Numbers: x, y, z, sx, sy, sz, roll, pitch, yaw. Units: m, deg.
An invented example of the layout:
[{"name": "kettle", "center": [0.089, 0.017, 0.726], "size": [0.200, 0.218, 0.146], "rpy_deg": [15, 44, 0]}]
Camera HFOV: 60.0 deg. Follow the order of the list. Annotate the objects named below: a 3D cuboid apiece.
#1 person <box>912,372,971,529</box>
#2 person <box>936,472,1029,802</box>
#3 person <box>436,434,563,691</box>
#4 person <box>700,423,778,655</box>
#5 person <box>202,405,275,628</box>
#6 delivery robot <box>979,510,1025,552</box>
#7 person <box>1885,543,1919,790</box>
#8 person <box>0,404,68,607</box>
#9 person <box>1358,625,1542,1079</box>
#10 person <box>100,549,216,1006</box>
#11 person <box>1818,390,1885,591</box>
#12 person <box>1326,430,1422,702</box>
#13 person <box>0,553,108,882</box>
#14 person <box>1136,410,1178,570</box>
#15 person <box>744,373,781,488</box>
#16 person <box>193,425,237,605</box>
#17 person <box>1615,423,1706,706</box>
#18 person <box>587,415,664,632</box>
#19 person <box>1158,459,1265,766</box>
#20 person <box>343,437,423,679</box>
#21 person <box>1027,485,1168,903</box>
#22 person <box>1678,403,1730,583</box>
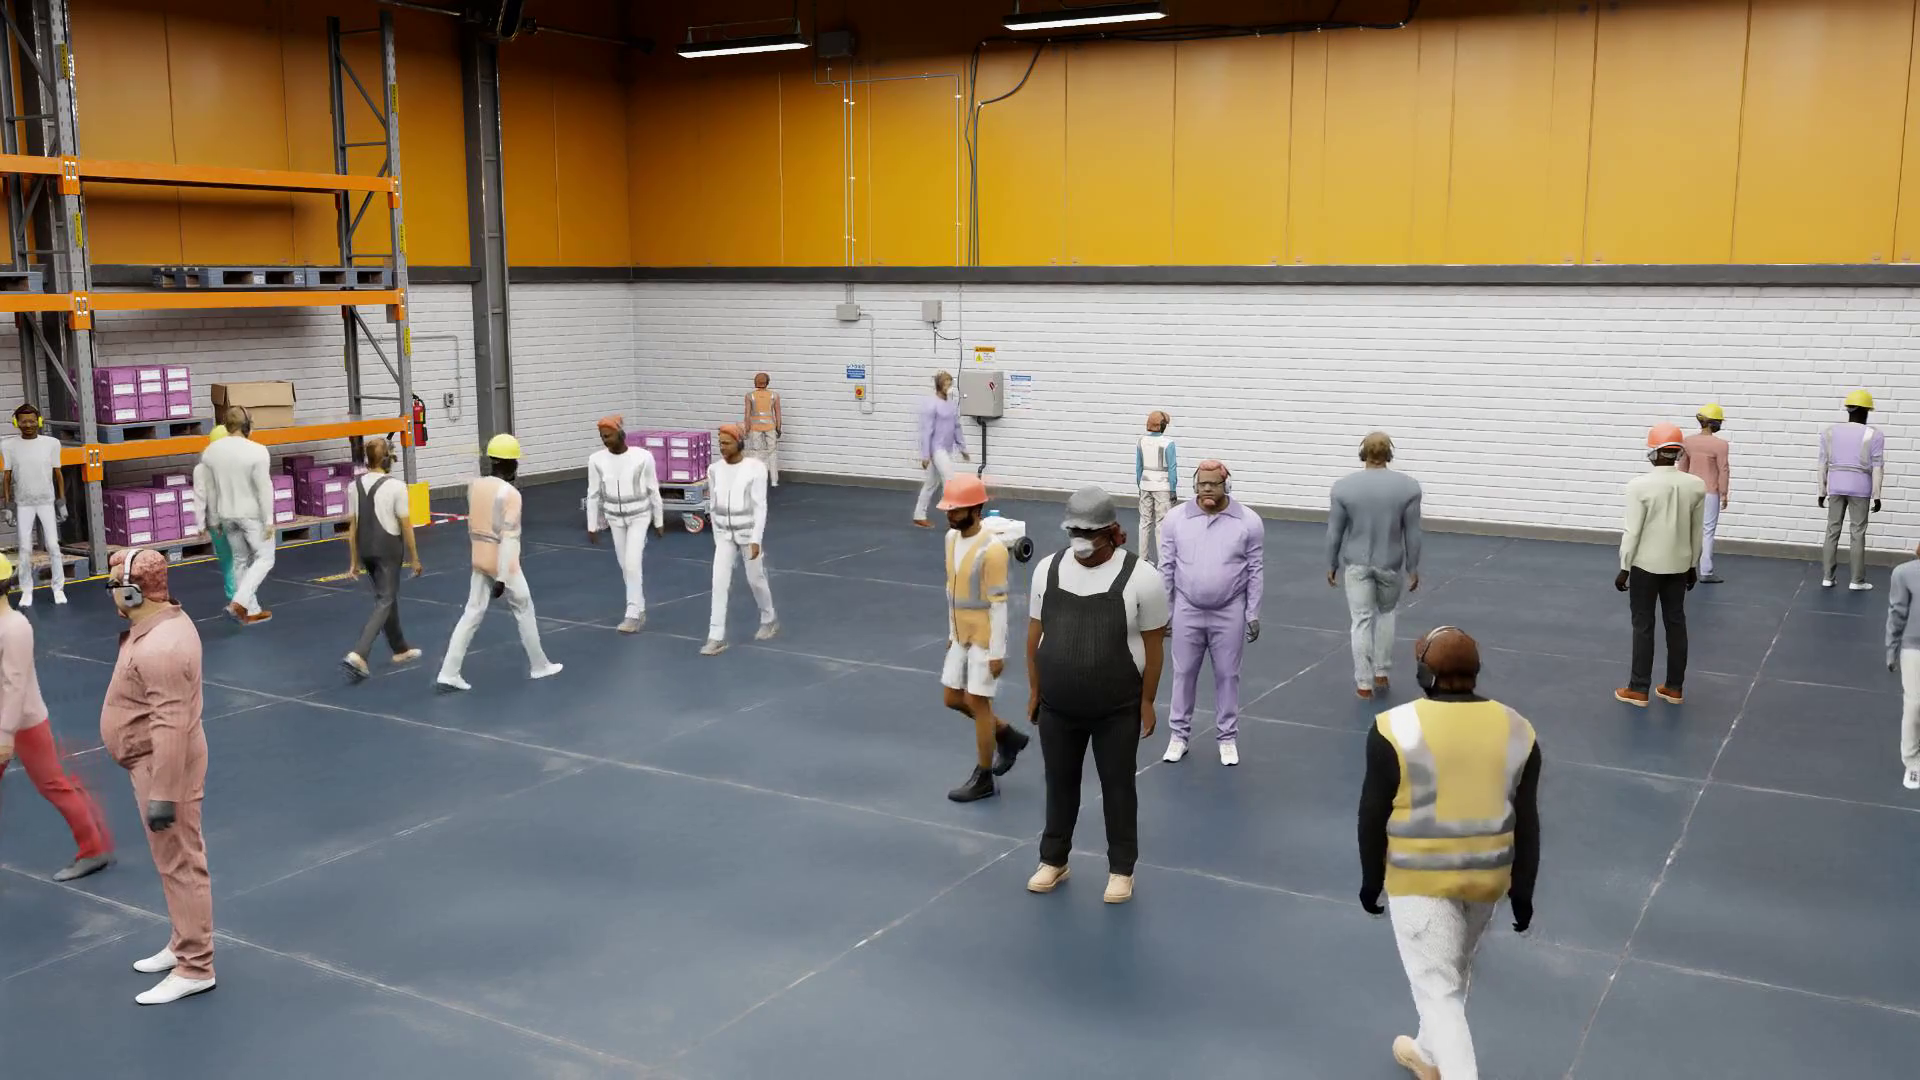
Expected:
[{"name": "person", "center": [-0.171, -1.023, 19.490], "size": [1.016, 1.886, 0.649], "rpy_deg": [5, 10, 27]}, {"name": "person", "center": [0.118, 0.549, 9.585], "size": [0.602, 1.915, 0.577], "rpy_deg": [-6, 11, -31]}, {"name": "person", "center": [-3.411, 0.165, 12.159], "size": [0.588, 1.875, 1.017], "rpy_deg": [6, 11, 33]}, {"name": "person", "center": [-1.780, -0.038, 13.494], "size": [0.575, 1.846, 0.951], "rpy_deg": [3, 10, 21]}, {"name": "person", "center": [-6.112, -0.186, 14.150], "size": [0.635, 1.926, 0.690], "rpy_deg": [2, 9, 13]}, {"name": "delivery robot", "center": [0.359, -0.068, 17.380], "size": [0.477, 0.478, 0.707], "rpy_deg": [8, 12, 41]}, {"name": "person", "center": [5.742, 0.665, 9.826], "size": [0.520, 1.604, 0.429], "rpy_deg": [4, 10, 23]}, {"name": "person", "center": [-8.451, -0.321, 15.201], "size": [0.516, 1.860, 0.317], "rpy_deg": [-5, 10, -28]}, {"name": "person", "center": [1.740, 1.209, 5.852], "size": [0.622, 1.804, 0.936], "rpy_deg": [-2, 9, -12]}, {"name": "person", "center": [-3.358, 0.976, 6.965], "size": [0.400, 1.905, 0.643], "rpy_deg": [-4, 10, -23]}, {"name": "person", "center": [8.539, -0.474, 15.954], "size": [0.383, 1.920, 0.585], "rpy_deg": [-8, 12, -40]}, {"name": "person", "center": [2.941, 0.172, 11.911], "size": [0.655, 1.921, 0.668], "rpy_deg": [1, 9, 8]}, {"name": "person", "center": [-4.642, 0.887, 8.073], "size": [0.542, 1.712, 0.903], "rpy_deg": [8, 12, 39]}, {"name": "person", "center": [2.012, -0.503, 17.014], "size": [0.308, 1.638, 0.511], "rpy_deg": [-8, 12, -43]}, {"name": "person", "center": [-2.785, -1.547, 23.530], "size": [0.522, 1.638, 0.313], "rpy_deg": [-2, 9, -10]}, {"name": "person", "center": [-6.438, -0.158, 14.628], "size": [0.541, 1.713, 0.934], "rpy_deg": [-3, 10, -19]}, {"name": "person", "center": [4.904, 0.172, 11.687], "size": [0.624, 1.992, 0.390], "rpy_deg": [-2, 9, -11]}, {"name": "person", "center": [-2.850, -0.140, 14.084], "size": [0.606, 1.842, 0.800], "rpy_deg": [2, 9, 11]}, {"name": "person", "center": [1.537, 0.446, 10.256], "size": [0.644, 1.907, 0.399], "rpy_deg": [2, 9, 13]}, {"name": "person", "center": [-4.405, 0.128, 12.585], "size": [0.522, 1.809, 0.916], "rpy_deg": [3, 10, 20]}, {"name": "person", "center": [0.619, 0.738, 8.018], "size": [0.688, 2.000, 0.536], "rpy_deg": [4, 10, 23]}, {"name": "person", "center": [7.315, -0.461, 16.357], "size": [0.327, 1.765, 0.528], "rpy_deg": [-5, 11, -30]}]
